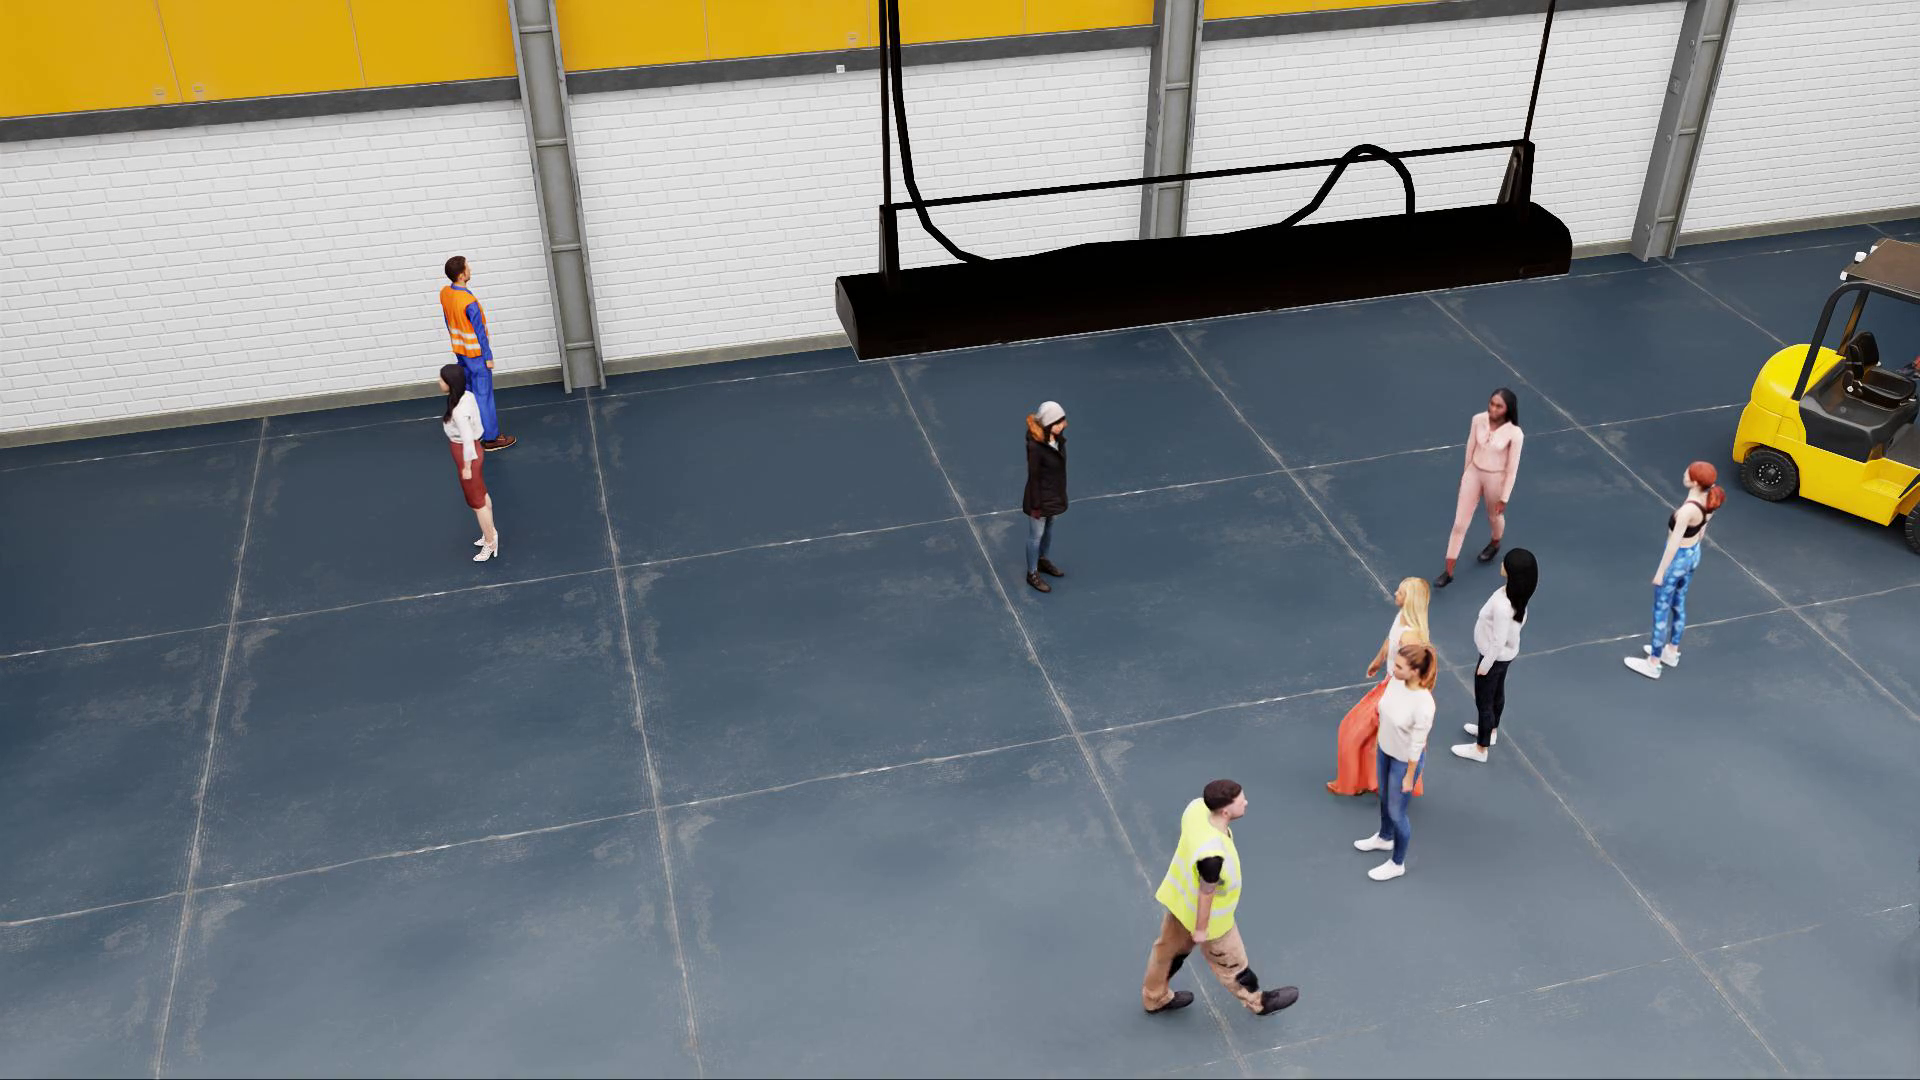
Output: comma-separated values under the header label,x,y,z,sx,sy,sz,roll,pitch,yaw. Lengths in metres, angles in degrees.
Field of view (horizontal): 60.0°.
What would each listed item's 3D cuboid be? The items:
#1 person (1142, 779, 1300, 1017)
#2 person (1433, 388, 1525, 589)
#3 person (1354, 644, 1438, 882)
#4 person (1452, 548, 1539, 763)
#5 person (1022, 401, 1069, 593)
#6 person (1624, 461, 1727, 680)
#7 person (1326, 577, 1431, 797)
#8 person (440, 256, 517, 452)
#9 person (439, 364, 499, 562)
label,x,y,z,sx,sy,sz,roll,pitch,yaw
person,1.292,2.059,9.355,1.158,1.804,0.816,-4,34,-5
person,4.246,-0.448,13.247,1.242,1.671,1.025,-29,43,-36
person,2.779,1.363,10.478,0.516,1.721,0.605,-8,34,-12
person,3.683,0.773,11.383,0.769,1.701,0.701,19,38,26
person,0.670,-0.375,13.168,0.807,1.637,0.742,19,38,27
person,5.252,0.208,12.160,0.590,1.782,0.692,-23,40,-31
person,2.981,1.019,10.936,0.995,1.785,0.900,12,35,17
person,-4.381,-1.682,14.929,0.788,1.864,0.809,25,41,33
person,-3.968,-0.628,13.447,0.525,1.750,0.617,-6,34,-9
